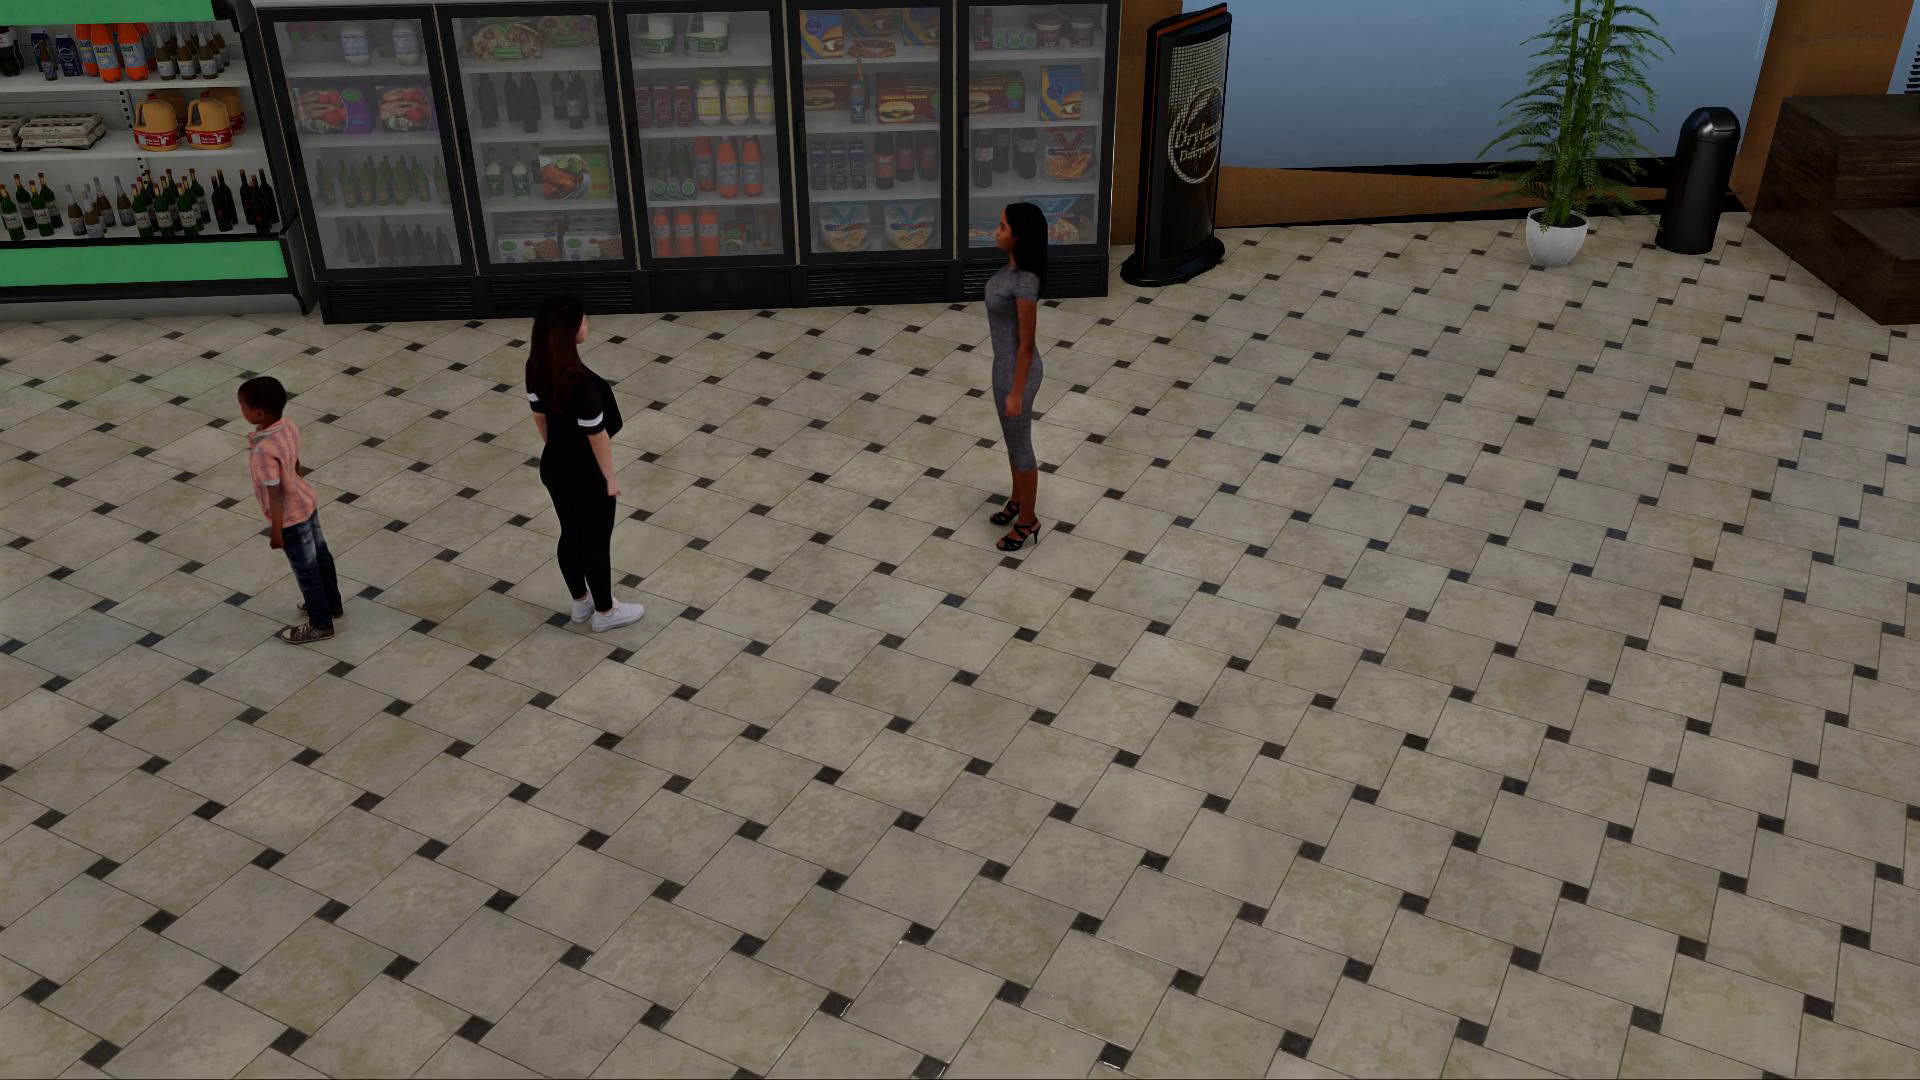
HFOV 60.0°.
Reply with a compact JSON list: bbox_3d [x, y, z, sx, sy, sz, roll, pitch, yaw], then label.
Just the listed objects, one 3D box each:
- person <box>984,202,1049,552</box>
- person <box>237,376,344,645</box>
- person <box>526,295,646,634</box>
[{"bbox_3d":[0.280,-0.779,8.047,0.505,1.781,0.582,-2,32,-3],"label":"person"},{"bbox_3d":[-2.995,-0.143,7.474,0.505,1.308,0.522,1,32,1],"label":"person"},{"bbox_3d":[-1.715,-0.328,7.457,0.711,1.639,0.771,24,39,33],"label":"person"}]
